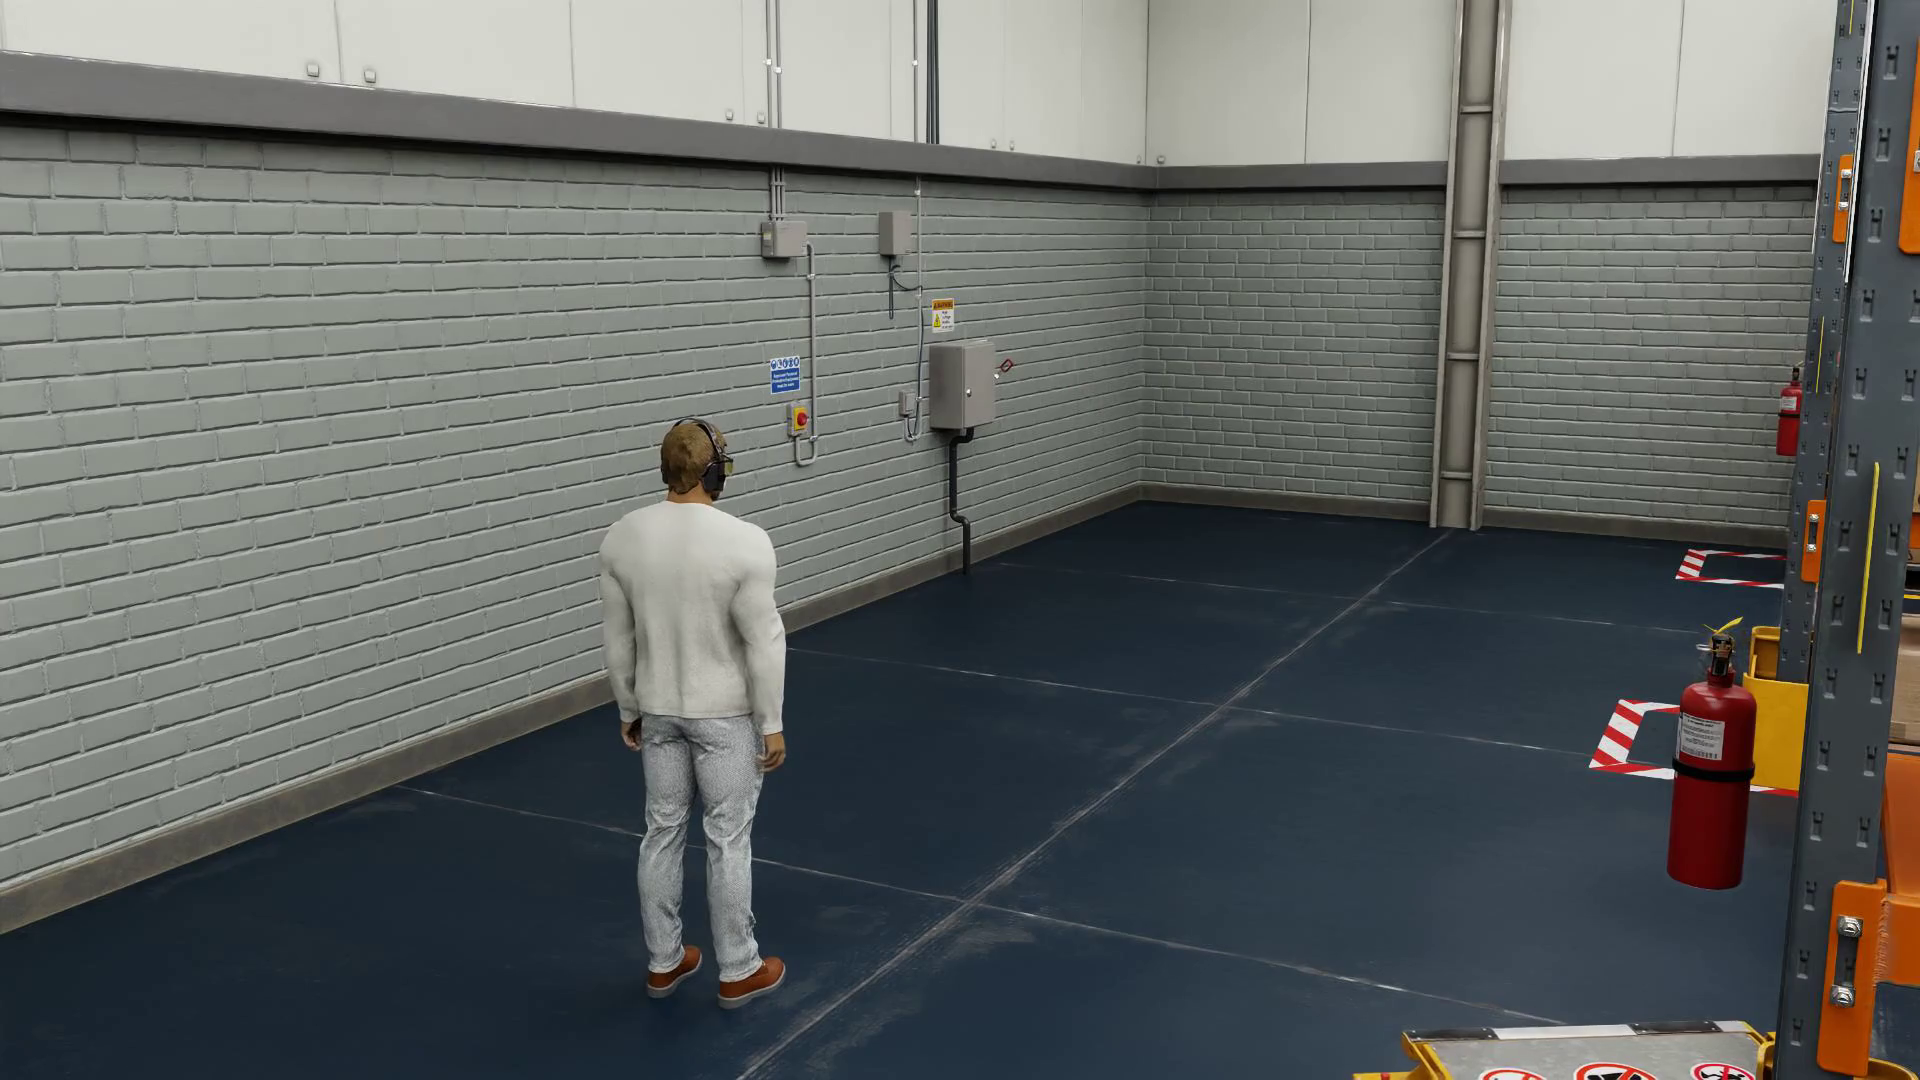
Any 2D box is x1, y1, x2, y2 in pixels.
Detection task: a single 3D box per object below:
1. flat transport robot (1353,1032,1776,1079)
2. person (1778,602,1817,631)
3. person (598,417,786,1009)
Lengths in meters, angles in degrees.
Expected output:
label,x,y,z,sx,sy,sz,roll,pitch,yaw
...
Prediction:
label,x,y,z,sx,sy,sz,roll,pitch,yaw
flat transport robot,1.872,1.564,4.544,1.431,0.197,0.652,-1,10,-4
person,4.861,-0.093,8.984,0.672,1.957,0.625,4,11,22
person,-0.850,0.567,5.428,0.636,1.939,0.362,4,11,20
